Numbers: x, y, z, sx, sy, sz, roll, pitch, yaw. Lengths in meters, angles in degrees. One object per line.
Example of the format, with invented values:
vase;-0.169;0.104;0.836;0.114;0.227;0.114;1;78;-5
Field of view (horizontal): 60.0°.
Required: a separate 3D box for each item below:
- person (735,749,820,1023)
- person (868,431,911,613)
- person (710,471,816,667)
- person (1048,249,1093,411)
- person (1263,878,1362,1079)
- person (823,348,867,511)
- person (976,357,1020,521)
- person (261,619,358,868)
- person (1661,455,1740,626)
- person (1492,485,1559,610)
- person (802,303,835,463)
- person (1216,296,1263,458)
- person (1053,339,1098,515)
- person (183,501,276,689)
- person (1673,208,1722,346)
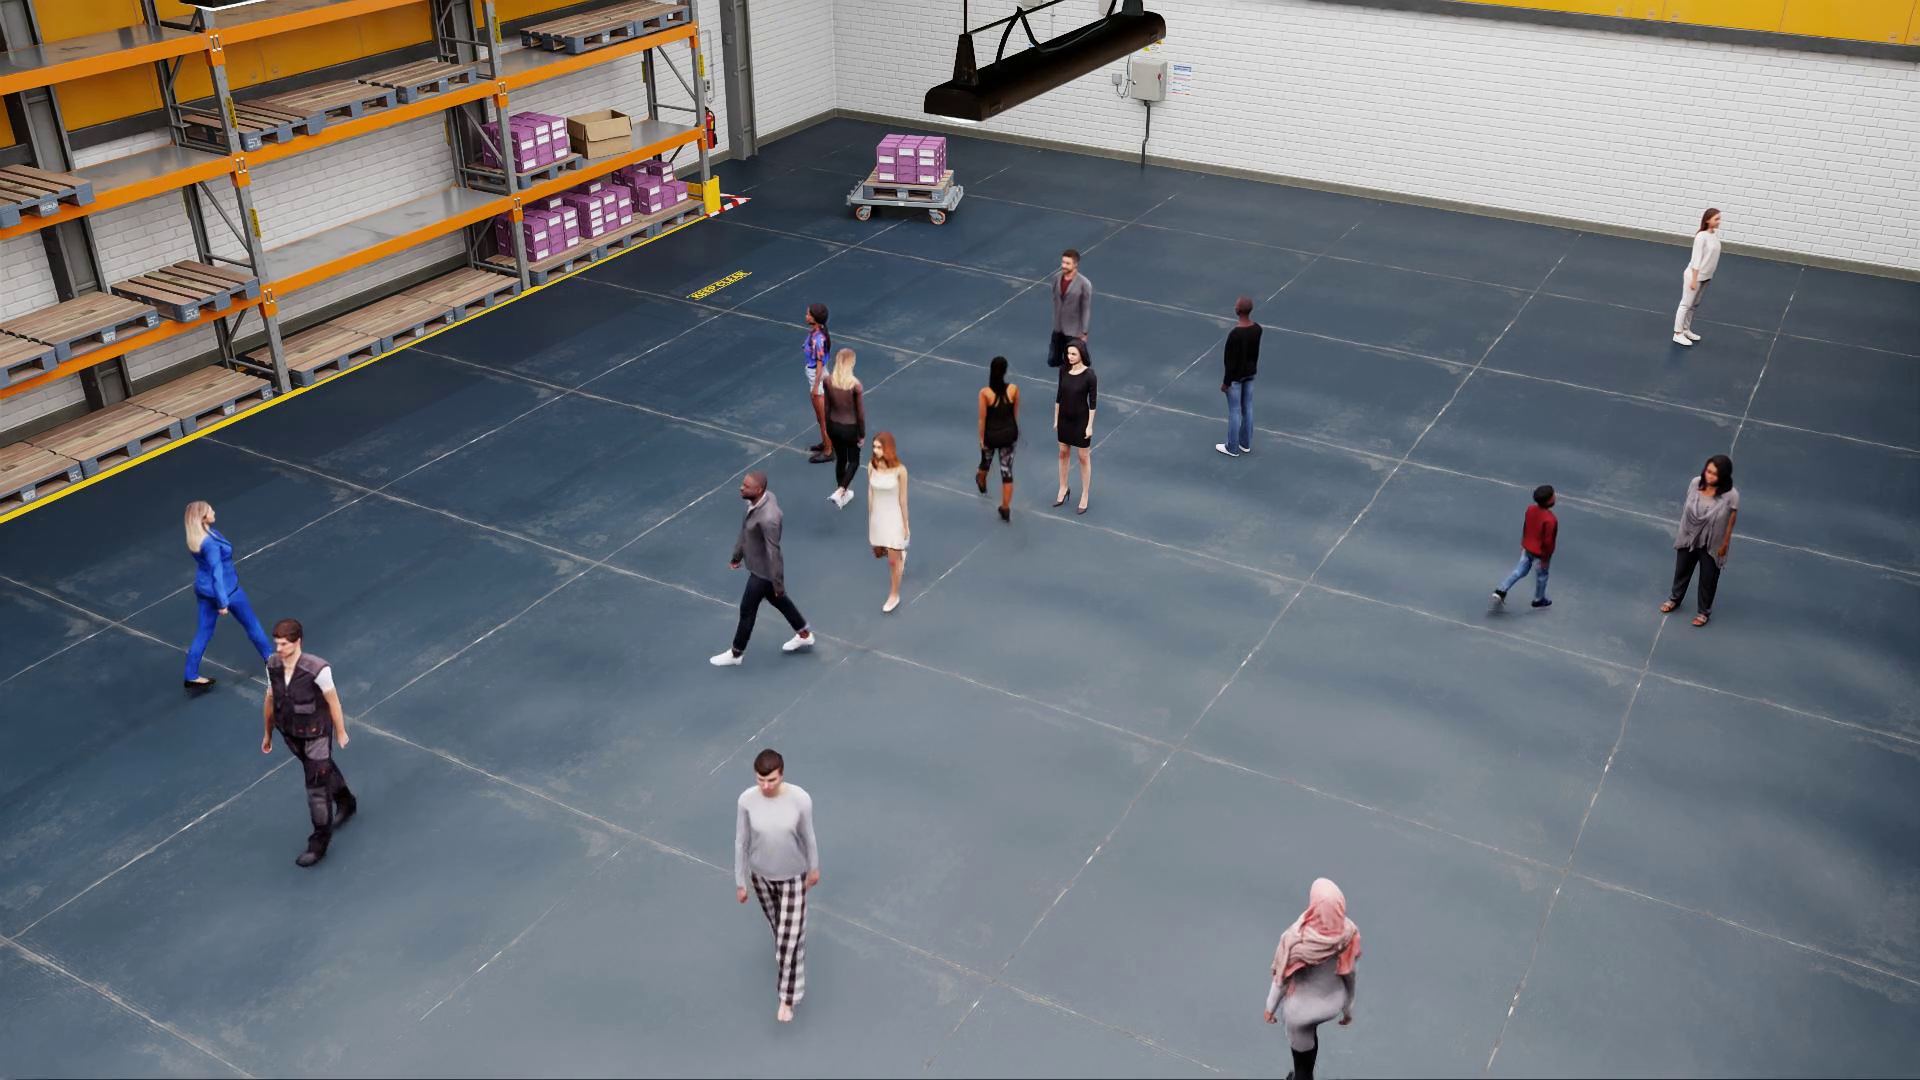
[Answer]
person;-1.146;2.047;10.551;0.973;1.804;1.245;2;29;4
person;-0.593;-0.223;14.829;0.611;1.692;0.882;12;31;21
person;-1.556;0.229;13.919;1.248;1.771;1.193;-7;29;-13
person;1.256;-2.370;18.592;0.750;1.857;0.919;20;35;33
person;2.025;2.698;9.368;0.819;1.794;0.879;-7;29;-13
person;-1.171;-1.038;16.329;0.688;1.686;0.879;11;30;19
person;0.418;-0.980;16.273;0.987;1.639;1.083;-6;29;-11
person;-4.587;1.318;11.872;0.754;1.819;1.045;11;31;20
person;6.533;-0.036;14.579;0.773;1.603;0.732;-22;35;-34
person;5.053;0.091;14.726;0.890;1.240;0.788;-11;30;-19
person;-1.471;-1.658;17.407;0.731;1.743;0.628;-1;29;-3
person;2.968;-1.728;17.530;0.616;1.749;0.735;-18;33;-29
person;1.135;-1.131;16.374;0.604;1.806;0.511;19;34;31
person;-6.156;0.478;13.580;0.764;1.658;1.171;23;36;35
person;9.044;-3.246;20.376;0.575;1.688;0.716;-24;36;-36
